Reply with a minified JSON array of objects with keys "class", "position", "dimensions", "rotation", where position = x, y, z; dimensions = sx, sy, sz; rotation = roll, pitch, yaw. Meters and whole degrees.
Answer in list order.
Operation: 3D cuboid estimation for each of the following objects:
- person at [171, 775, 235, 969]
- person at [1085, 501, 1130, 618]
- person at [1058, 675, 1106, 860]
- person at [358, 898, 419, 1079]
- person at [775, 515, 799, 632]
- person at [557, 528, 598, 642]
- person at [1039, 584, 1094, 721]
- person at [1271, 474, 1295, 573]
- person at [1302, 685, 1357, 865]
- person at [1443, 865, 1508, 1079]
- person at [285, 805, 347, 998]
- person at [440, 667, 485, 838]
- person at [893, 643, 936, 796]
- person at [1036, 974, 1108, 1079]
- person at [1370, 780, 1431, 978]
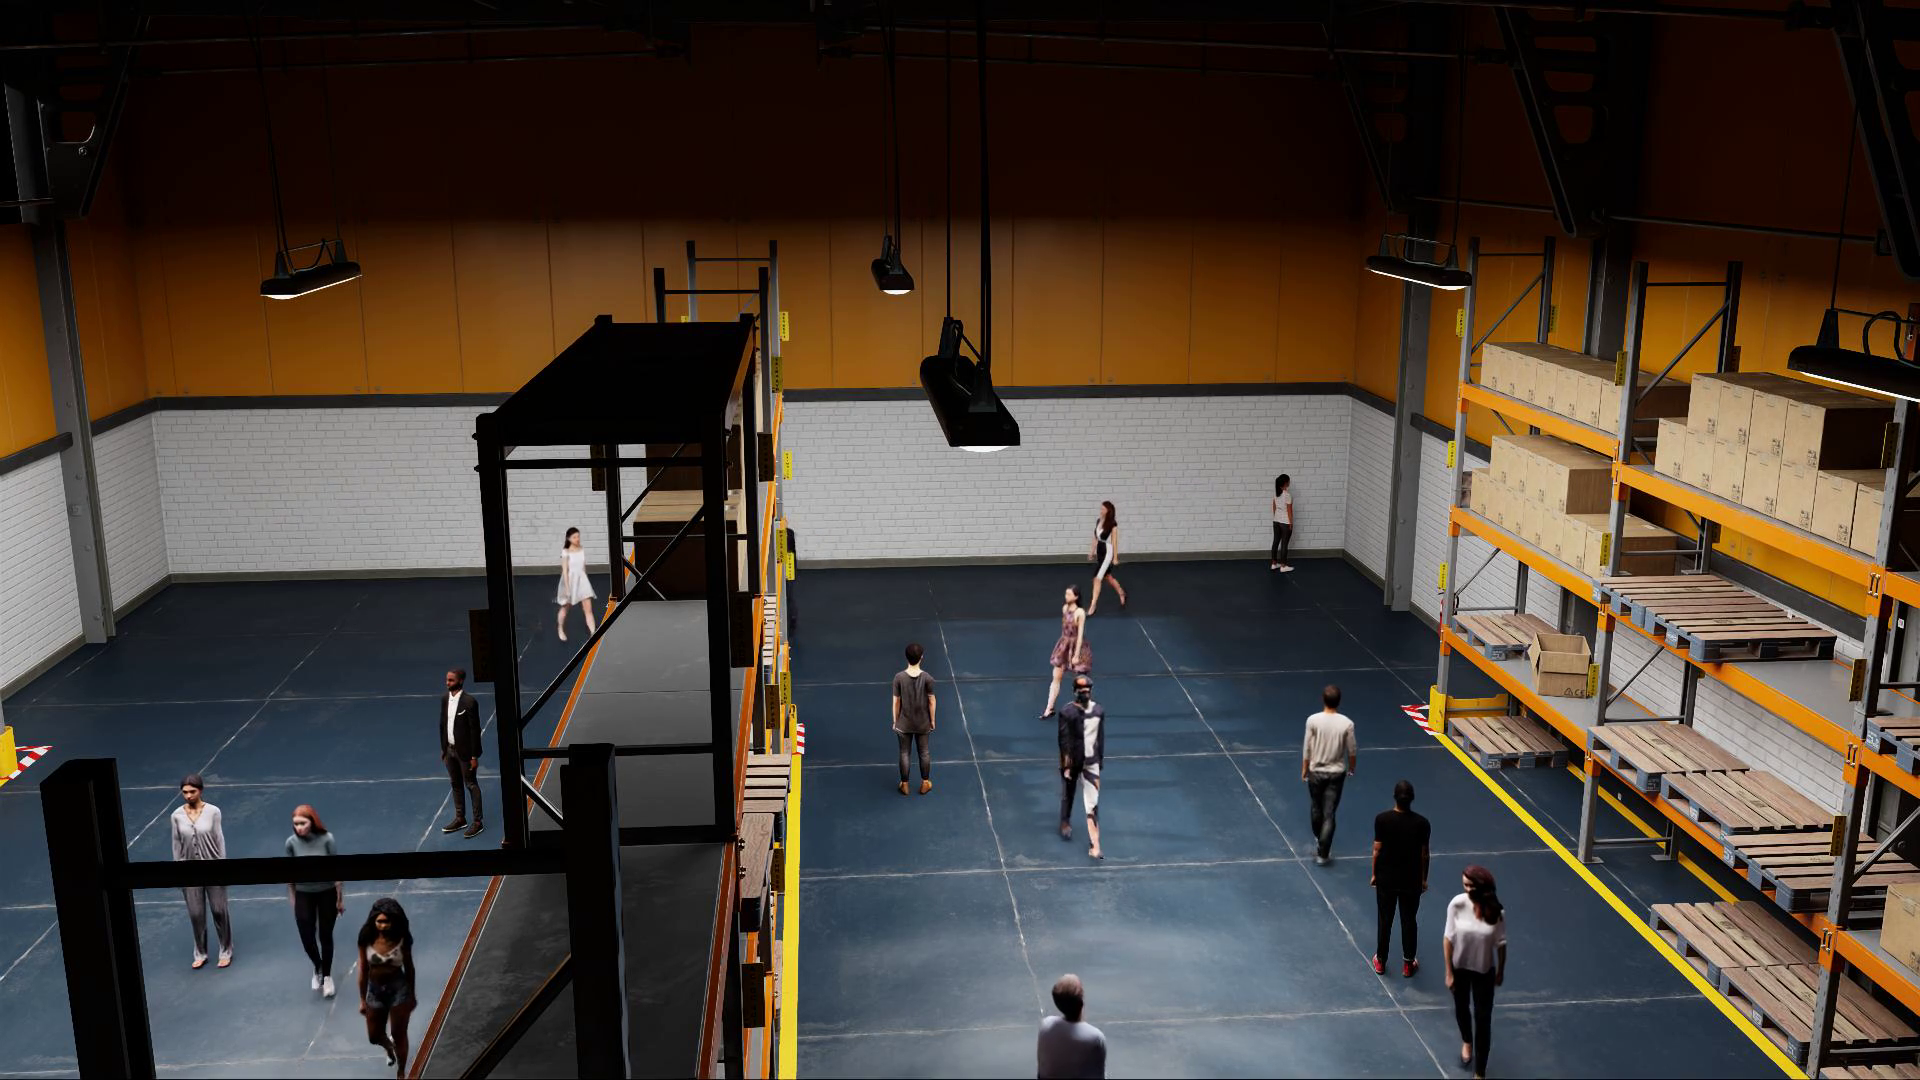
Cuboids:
[{"class":"person","position":[-6.620,2.884,14.561],"dimensions":[0.610,1.770,0.561],"rotation":[-3,14,-13]},{"class":"person","position":[2.267,0.287,25.320],"dimensions":[0.988,1.755,1.145],"rotation":[-8,16,-30]},{"class":"person","position":[1.187,2.261,16.982],"dimensions":[0.743,1.841,1.254],"rotation":[-3,14,-11]},{"class":"person","position":[-4.321,3.436,12.624],"dimensions":[0.596,1.608,0.709],"rotation":[-2,14,-9]},{"class":"person","position":[-2.632,0.463,24.557],"dimensions":[0.979,1.772,1.252],"rotation":[-6,15,-24]},{"class":"person","position":[-5.548,0.703,23.687],"dimensions":[1.226,1.713,1.160],"rotation":[12,18,40]},{"class":"person","position":[1.482,1.403,20.738],"dimensions":[1.030,1.742,1.054],"rotation":[-11,17,-38]},{"class":"person","position":[5.423,-0.302,27.981],"dimensions":[0.709,1.646,0.602],"rotation":[-8,16,-31]},{"class":"person","position":[3.669,2.373,16.652],"dimensions":[0.908,1.778,1.115],"rotation":[4,14,18]},{"class":"person","position":[3.949,3.306,12.867],"dimensions":[0.880,1.748,1.122],"rotation":[4,14,17]},{"class":"person","position":[-5.442,3.015,14.101],"dimensions":[0.656,1.731,0.660],"rotation":[-4,14,-15]},{"class":"person","position":[-5.201,2.194,17.345],"dimensions":[0.743,1.800,0.755],"rotation":[7,15,28]},{"class":"person","position":[-0.517,1.977,18.427],"dimensions":[0.639,1.714,0.553],"rotation":[0,14,0]},{"class":"person","position":[0.707,3.765,10.744],"dimensions":[0.832,1.853,0.862],"rotation":[10,17,35]},{"class":"person","position":[3.809,2.924,14.425],"dimensions":[0.702,1.757,0.668],"rotation":[4,14,15]}]
